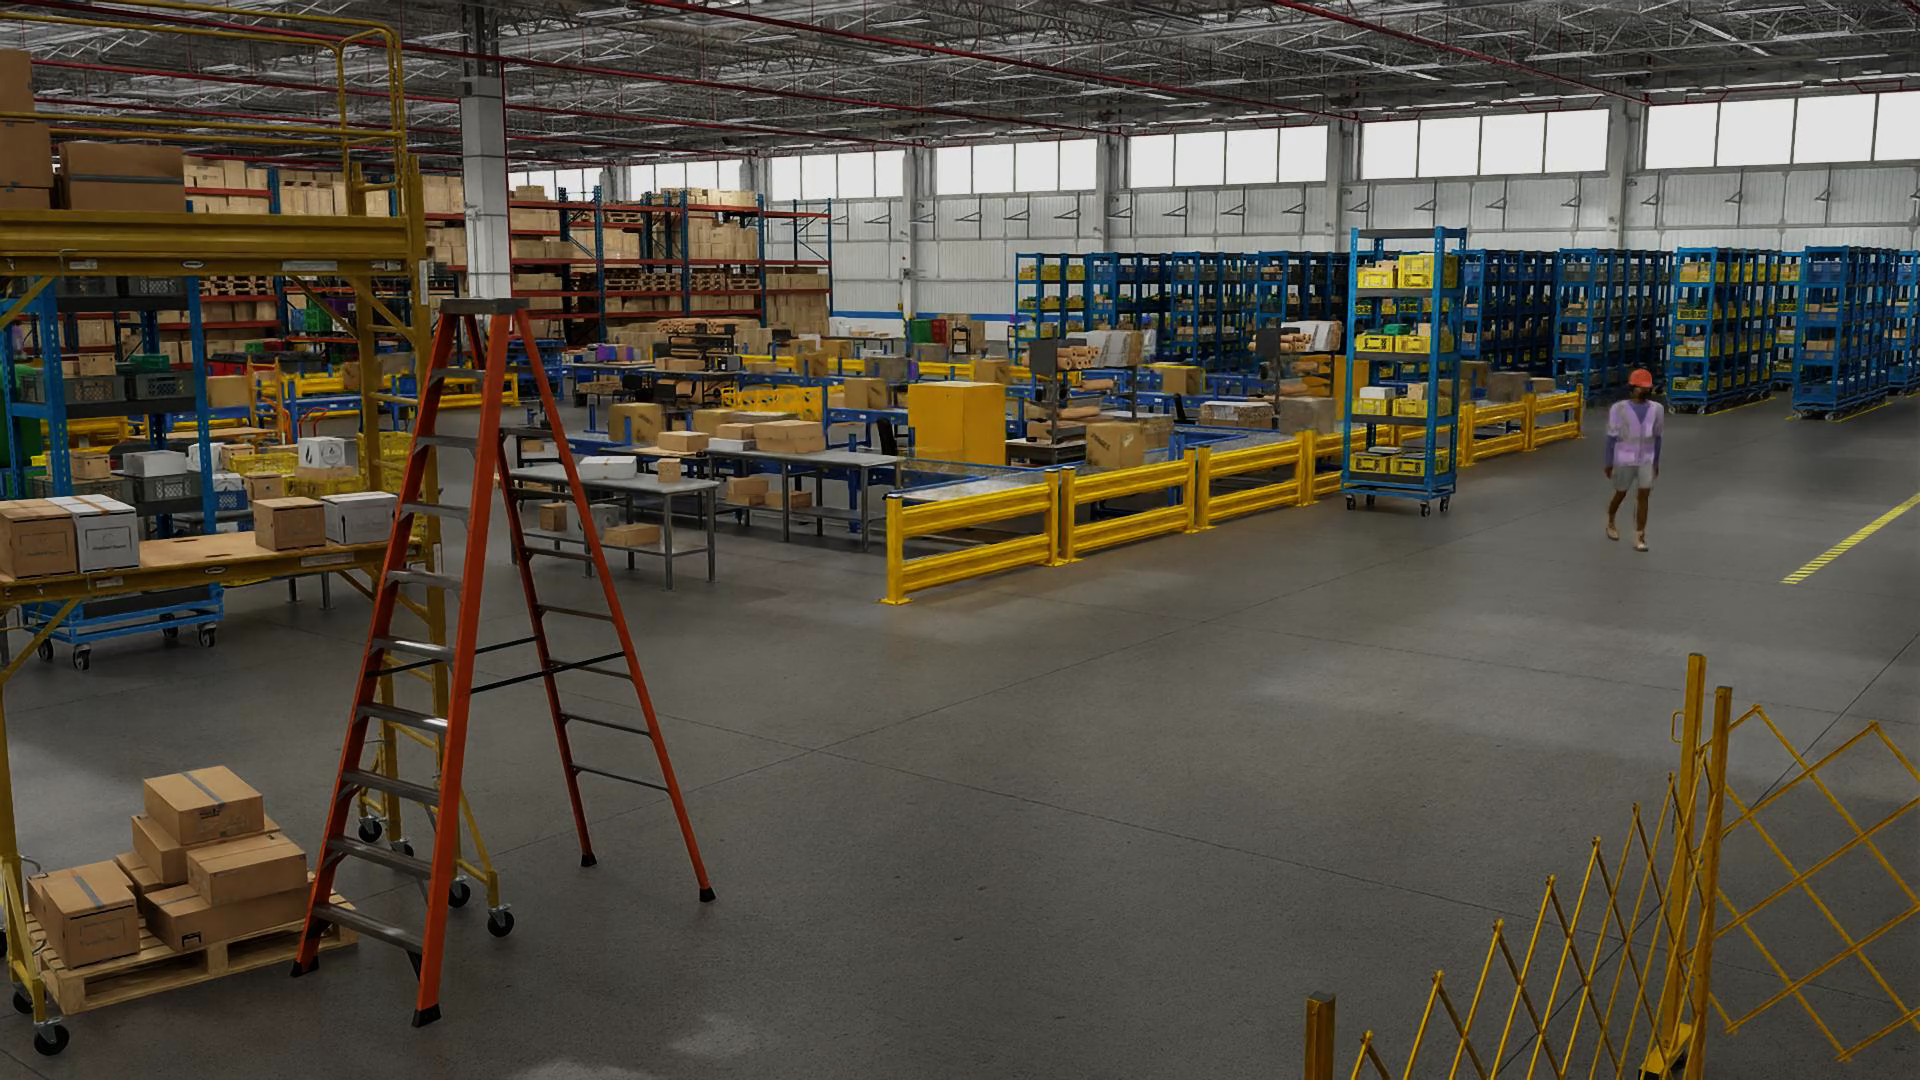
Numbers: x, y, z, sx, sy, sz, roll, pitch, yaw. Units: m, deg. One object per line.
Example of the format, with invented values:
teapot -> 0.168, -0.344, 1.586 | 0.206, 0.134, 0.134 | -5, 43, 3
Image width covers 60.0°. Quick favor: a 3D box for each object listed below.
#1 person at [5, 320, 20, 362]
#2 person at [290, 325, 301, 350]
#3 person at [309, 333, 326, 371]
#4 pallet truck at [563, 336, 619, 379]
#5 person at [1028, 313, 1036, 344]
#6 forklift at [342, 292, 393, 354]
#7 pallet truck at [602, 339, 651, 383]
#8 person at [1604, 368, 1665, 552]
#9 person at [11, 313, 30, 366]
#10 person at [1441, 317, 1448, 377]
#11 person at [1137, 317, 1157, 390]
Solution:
person -> -27.870, -5.619, 48.823 | 0.454, 1.675, 0.562 | -2, 9, -12
person -> -16.689, -4.560, 42.019 | 0.669, 1.736, 0.540 | -3, 9, -15
person -> -18.465, -5.417, 47.645 | 0.539, 1.660, 0.851 | 5, 10, 29
pallet truck -> -10.690, -5.294, 48.215 | 1.601, 1.201, 0.680 | -5, 10, -26
person -> 2.358, -6.497, 53.922 | 0.537, 1.815, 0.591 | 4, 10, 25
forklift -> -16.485, -5.622, 45.120 | 1.129, 2.768, 1.873 | 7, 11, 37
pallet truck -> -8.991, -4.871, 45.351 | 0.653, 1.274, 1.630 | 7, 11, 37
person -> 7.463, -0.918, 18.481 | 0.616, 2.015, 0.950 | 1, 9, 3
person -> -26.299, -5.385, 46.628 | 0.581, 1.914, 0.681 | 9, 13, 43
person -> 13.544, -5.409, 47.145 | 0.945, 1.811, 0.565 | 9, 13, 43
person -> 4.788, -4.811, 43.079 | 0.622, 1.908, 0.929 | 7, 11, 36
